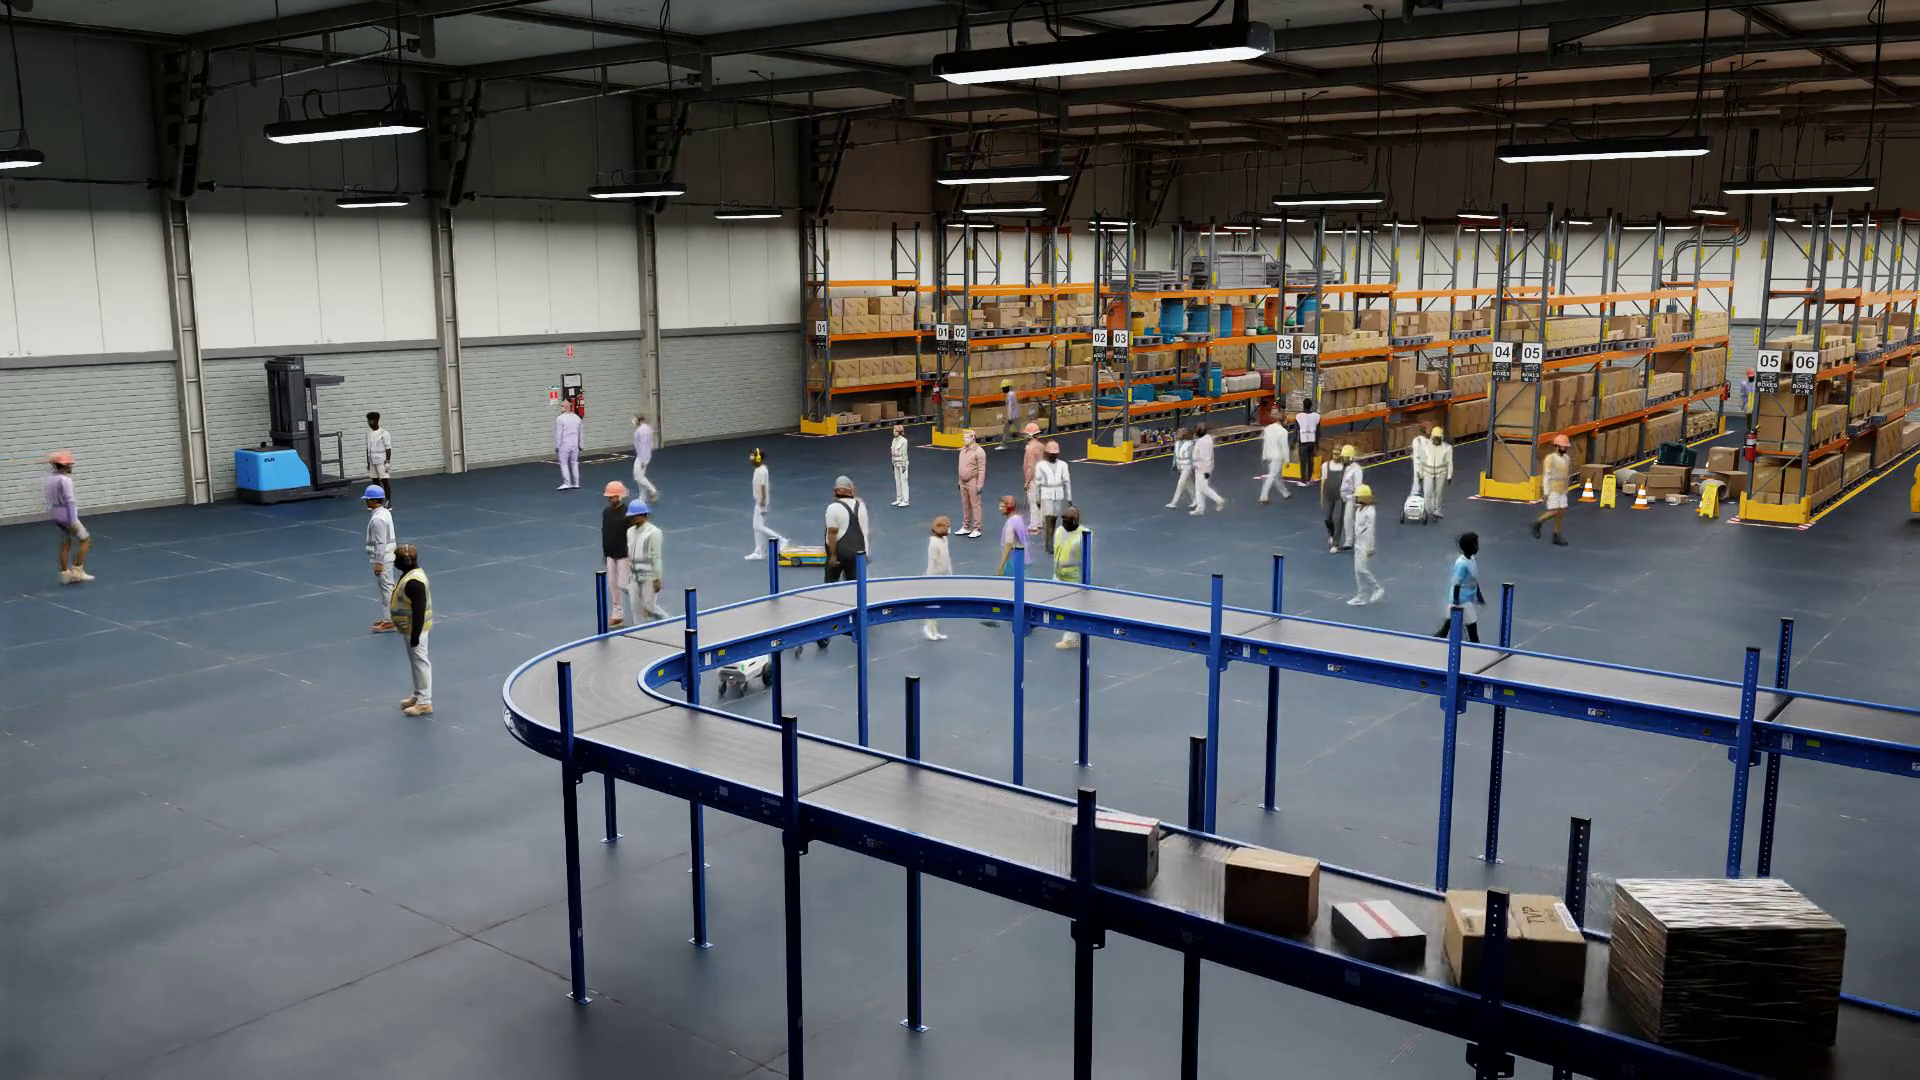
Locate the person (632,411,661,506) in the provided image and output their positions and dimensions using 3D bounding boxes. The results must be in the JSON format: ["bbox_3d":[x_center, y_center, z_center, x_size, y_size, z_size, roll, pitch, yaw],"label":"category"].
[{"bbox_3d":[-6.326,-1.619,31.168,0.488,1.920,0.645,-3,11,-16],"label":"person"}]

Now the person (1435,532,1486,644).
[{"bbox_3d":[6.063,0.720,18.769,0.897,1.646,0.548,4,11,23],"label":"person"}]

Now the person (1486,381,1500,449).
[{"bbox_3d":[13.897,-3.248,40.531,0.554,1.848,0.641,9,13,40],"label":"person"}]

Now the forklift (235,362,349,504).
[{"bbox_3d":[-13.803,-2.244,32.110,1.129,2.768,1.873,8,13,37],"label":"forklift"}]

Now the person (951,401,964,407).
[{"bbox_3d":[-0.022,-3.746,43.794,0.547,1.678,0.392,7,12,34],"label":"person"}]

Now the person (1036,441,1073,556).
[{"bbox_3d":[1.573,-0.696,26.053,0.571,1.884,0.975,-3,10,-14],"label":"person"}]

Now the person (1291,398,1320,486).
[{"bbox_3d":[7.554,-2.136,34.112,0.592,1.915,0.416,-2,10,-13],"label":"person"}]

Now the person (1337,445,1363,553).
[{"bbox_3d":[6.570,-0.704,26.294,0.541,1.821,0.627,-3,10,-15],"label":"person"}]

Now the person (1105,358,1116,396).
[{"bbox_3d":[4.786,-4.833,49.450,0.577,1.848,0.562,9,14,42],"label":"person"}]

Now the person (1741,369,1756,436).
[{"bbox_3d":[22.203,-3.867,43.885,0.563,1.901,0.655,6,12,30],"label":"person"}]

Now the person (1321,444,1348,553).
[{"bbox_3d":[6.337,-0.717,26.351,0.520,1.831,0.537,4,11,23],"label":"person"}]

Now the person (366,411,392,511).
[{"bbox_3d":[-11.390,-1.541,30.609,0.612,1.962,0.364,5,11,28],"label":"person"}]

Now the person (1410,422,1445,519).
[{"bbox_3d":[8.863,-1.318,29.719,0.583,1.844,0.852,-3,11,-18],"label":"person"}]

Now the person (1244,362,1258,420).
[{"bbox_3d":[9.041,-4.627,48.542,0.530,1.767,0.322,6,12,32],"label":"person"}]

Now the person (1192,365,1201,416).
[{"bbox_3d":[7.560,-4.748,49.643,0.501,1.622,0.393,8,13,37],"label":"person"}]

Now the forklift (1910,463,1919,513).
[{"bbox_3d":[19.034,-1.348,28.998,2.313,2.155,1.214,8,13,37],"label":"forklift"}]

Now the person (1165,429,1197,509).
[{"bbox_3d":[4.446,-1.408,30.934,0.882,1.592,0.535,-5,11,-25],"label":"person"}]

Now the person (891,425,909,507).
[{"bbox_3d":[-1.196,-1.485,31.240,0.318,1.630,0.510,-6,12,-32],"label":"person"}]

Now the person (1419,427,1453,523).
[{"bbox_3d":[8.874,-1.207,29.220,0.623,1.781,0.912,4,11,21],"label":"person"}]

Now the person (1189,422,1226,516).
[{"bbox_3d":[4.746,-1.368,30.052,0.599,1.829,0.640,-1,10,-4],"label":"person"}]

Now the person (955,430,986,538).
[{"bbox_3d":[0.169,-1.006,27.756,0.405,1.911,0.636,-8,13,-37],"label":"person"}]

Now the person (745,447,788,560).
[{"bbox_3d":[-3.205,-0.600,25.628,0.608,1.859,0.509,-4,11,-19],"label":"person"}]

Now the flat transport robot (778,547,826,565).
[{"bbox_3d":[-2.298,0.252,25.400,1.431,0.197,0.652,0,10,1],"label":"flat transport robot"}]

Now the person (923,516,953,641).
[{"bbox_3d":[-0.262,0.493,20.133,0.392,1.618,0.510,2,10,13],"label":"person"}]

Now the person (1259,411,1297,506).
[{"bbox_3d":[6.418,-1.636,31.380,1.039,1.877,0.633,-5,11,-24],"label":"person"}]

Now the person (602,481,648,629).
[{"bbox_3d":[-4.502,0.178,20.898,0.628,1.981,0.574,8,13,39],"label":"person"}]

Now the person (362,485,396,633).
[{"bbox_3d":[-7.643,0.235,20.658,0.393,1.949,0.602,-2,10,-13],"label":"person"}]

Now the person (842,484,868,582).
[{"bbox_3d":[-1.468,0.148,21.327,0.418,1.882,0.690,-3,11,-18],"label":"person"}]

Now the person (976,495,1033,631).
[{"bbox_3d":[0.571,0.312,20.604,0.879,1.804,0.596,1,10,6],"label":"person"}]

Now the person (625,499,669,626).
[{"bbox_3d":[-3.921,0.432,19.608,0.623,1.927,0.610,8,13,37],"label":"person"}]

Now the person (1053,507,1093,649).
[{"bbox_3d":[1.387,0.474,19.672,0.431,1.820,0.647,-8,13,-39],"label":"person"}]

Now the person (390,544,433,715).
[{"bbox_3d":[-5.919,0.956,16.904,0.430,1.844,0.623,-4,11,-24],"label":"person"}]

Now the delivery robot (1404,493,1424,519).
[{"bbox_3d":[8.556,-0.649,29.399,0.477,0.478,0.707,4,11,20],"label":"delivery robot"}]

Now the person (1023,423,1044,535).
[{"bbox_3d":[1.303,-1.099,28.030,0.379,1.996,0.609,4,11,22],"label":"person"}]

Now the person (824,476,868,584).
[{"bbox_3d":[-1.528,0.144,21.032,0.705,2.000,0.647,-9,14,-42],"label":"person"}]

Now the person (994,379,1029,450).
[{"bbox_3d":[1.437,-3.250,40.581,0.991,1.859,0.601,-1,10,-8],"label":"person"}]

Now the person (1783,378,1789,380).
[{"bbox_3d":[24.237,-4.056,45.745,0.538,1.600,0.736,-5,11,-25],"label":"person"}]

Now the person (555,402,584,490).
[{"bbox_3d":[-8.364,-2.010,33.491,0.531,1.886,0.799,7,12,35],"label":"person"}]

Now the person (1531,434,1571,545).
[{"bbox_3d":[10.268,-0.884,27.057,0.551,1.923,0.571,-6,12,-30],"label":"person"}]

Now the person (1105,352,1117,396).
[{"bbox_3d":[4.794,-5.058,50.373,0.641,1.972,0.527,8,13,38],"label":"person"}]

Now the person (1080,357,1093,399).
[{"bbox_3d":[4.171,-5.039,50.773,0.605,1.794,0.798,8,13,38],"label":"person"}]

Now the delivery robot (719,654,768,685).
[{"bbox_3d":[-2.472,1.402,17.869,0.477,0.478,0.707,3,11,18],"label":"delivery robot"}]

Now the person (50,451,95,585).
[{"bbox_3d":[-13.418,-0.340,23.674,0.644,2.025,0.584,9,13,40],"label":"person"}]

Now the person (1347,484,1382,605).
[{"bbox_3d":[5.731,0.069,22.184,0.404,1.730,0.507,-1,10,-8],"label":"person"}]
